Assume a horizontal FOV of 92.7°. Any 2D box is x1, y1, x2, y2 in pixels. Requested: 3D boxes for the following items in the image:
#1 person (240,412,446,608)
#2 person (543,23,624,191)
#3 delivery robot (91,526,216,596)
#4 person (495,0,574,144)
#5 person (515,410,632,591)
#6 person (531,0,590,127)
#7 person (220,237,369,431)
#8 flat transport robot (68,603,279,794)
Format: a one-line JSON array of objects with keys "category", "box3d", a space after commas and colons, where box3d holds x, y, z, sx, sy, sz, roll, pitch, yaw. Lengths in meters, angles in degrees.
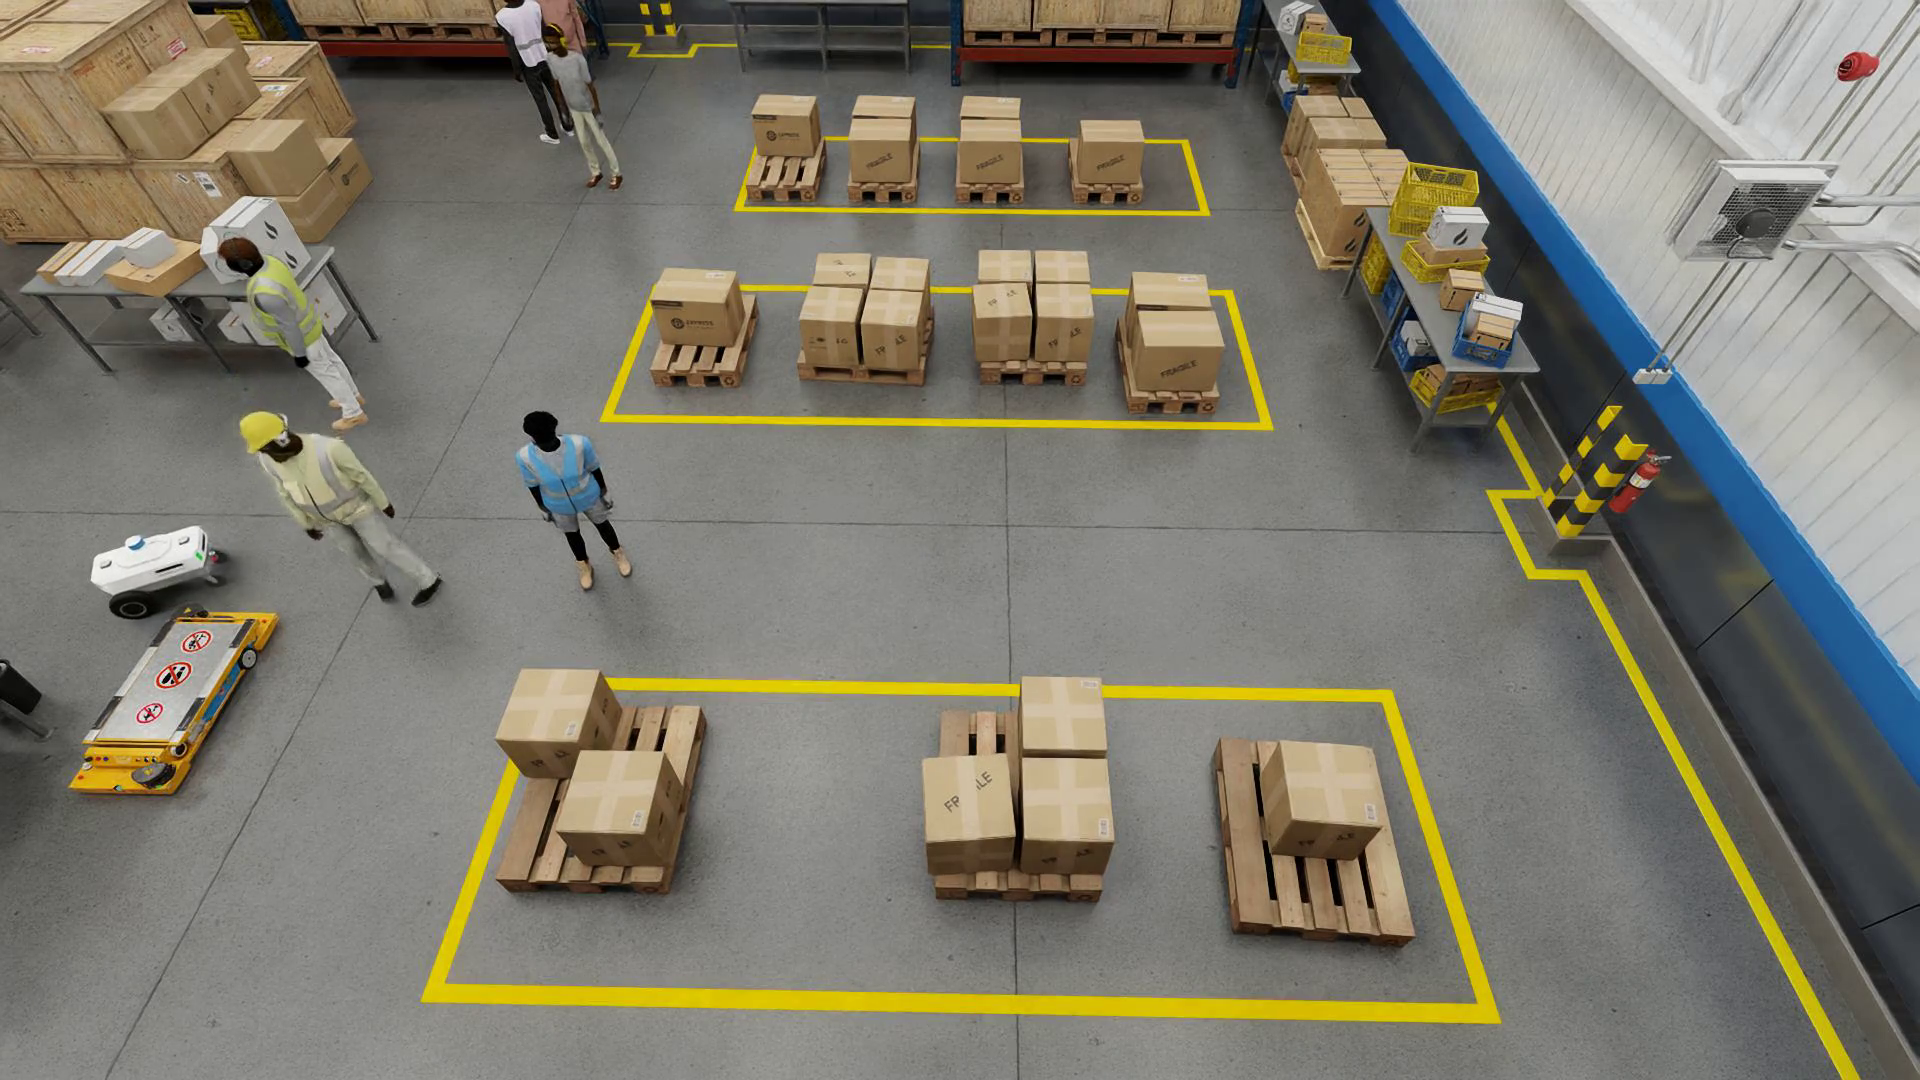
[{"category": "person", "box3d": [-4.374, -0.215, 6.542, 0.689, 1.794, 0.445, -4, 50, -4]}, {"category": "person", "box3d": [-4.331, -4.923, 10.485, 0.511, 1.859, 0.343, 13, 51, 11]}, {"category": "delivery robot", "box3d": [-6.120, 0.158, 6.967, 0.707, 0.478, 0.477, -20, 53, -17]}, {"category": "person", "box3d": [-5.226, -5.873, 11.248, 0.392, 1.919, 0.588, 29, 56, 22]}, {"category": "person", "box3d": [-2.806, -0.293, 6.671, 0.532, 1.692, 0.320, -18, 52, -15]}, {"category": "person", "box3d": [-5.019, -6.220, 11.549, 0.651, 1.906, 0.401, -19, 52, -15]}, {"category": "person", "box3d": [-5.643, -1.745, 7.804, 0.430, 1.845, 0.619, -19, 52, -15]}, {"category": "flat transport robot", "box3d": [-5.504, 1.072, 6.442, 0.652, 0.197, 1.431, 1, 50, 1]}]
